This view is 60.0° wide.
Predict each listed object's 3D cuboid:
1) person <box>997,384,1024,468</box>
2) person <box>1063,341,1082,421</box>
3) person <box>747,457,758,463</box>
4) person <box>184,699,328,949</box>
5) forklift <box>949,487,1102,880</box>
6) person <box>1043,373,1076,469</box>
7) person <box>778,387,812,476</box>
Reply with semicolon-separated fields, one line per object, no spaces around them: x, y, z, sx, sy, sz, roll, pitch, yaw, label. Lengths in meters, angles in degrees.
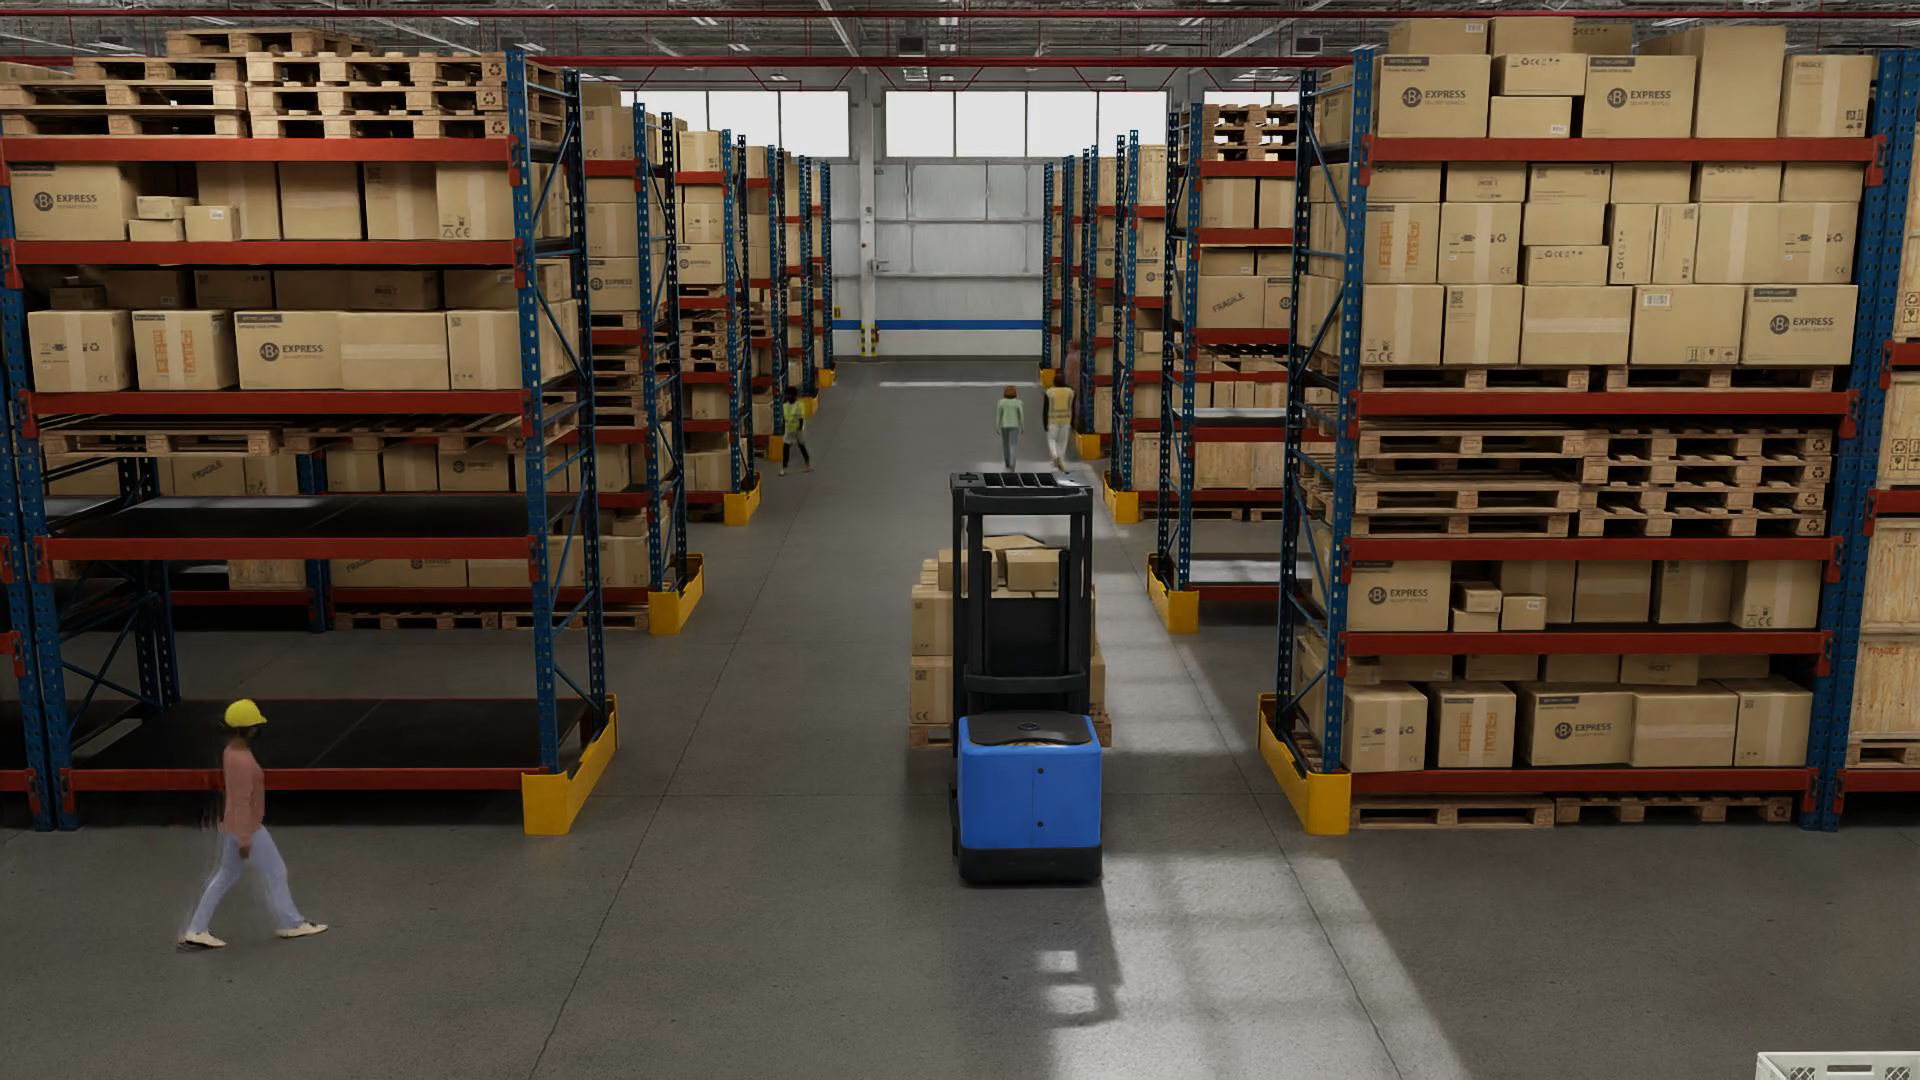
0.946;-2.122;31.384;0.503;1.610;0.612;1;11;3;person
2.537;-3.614;38.093;0.598;1.876;0.780;6;13;27;person
-4.337;-2.218;31.387;0.975;1.791;0.652;-1;11;-6;person
-4.815;1.901;11.155;0.884;1.724;0.532;-7;13;-31;person
0.495;0.986;12.813;1.129;2.768;1.873;0;11;-2;forklift
1.879;-2.240;31.431;0.631;1.827;0.453;-1;11;-7;person
-3.063;-2.026;30.810;0.545;1.653;0.889;6;13;26;person
